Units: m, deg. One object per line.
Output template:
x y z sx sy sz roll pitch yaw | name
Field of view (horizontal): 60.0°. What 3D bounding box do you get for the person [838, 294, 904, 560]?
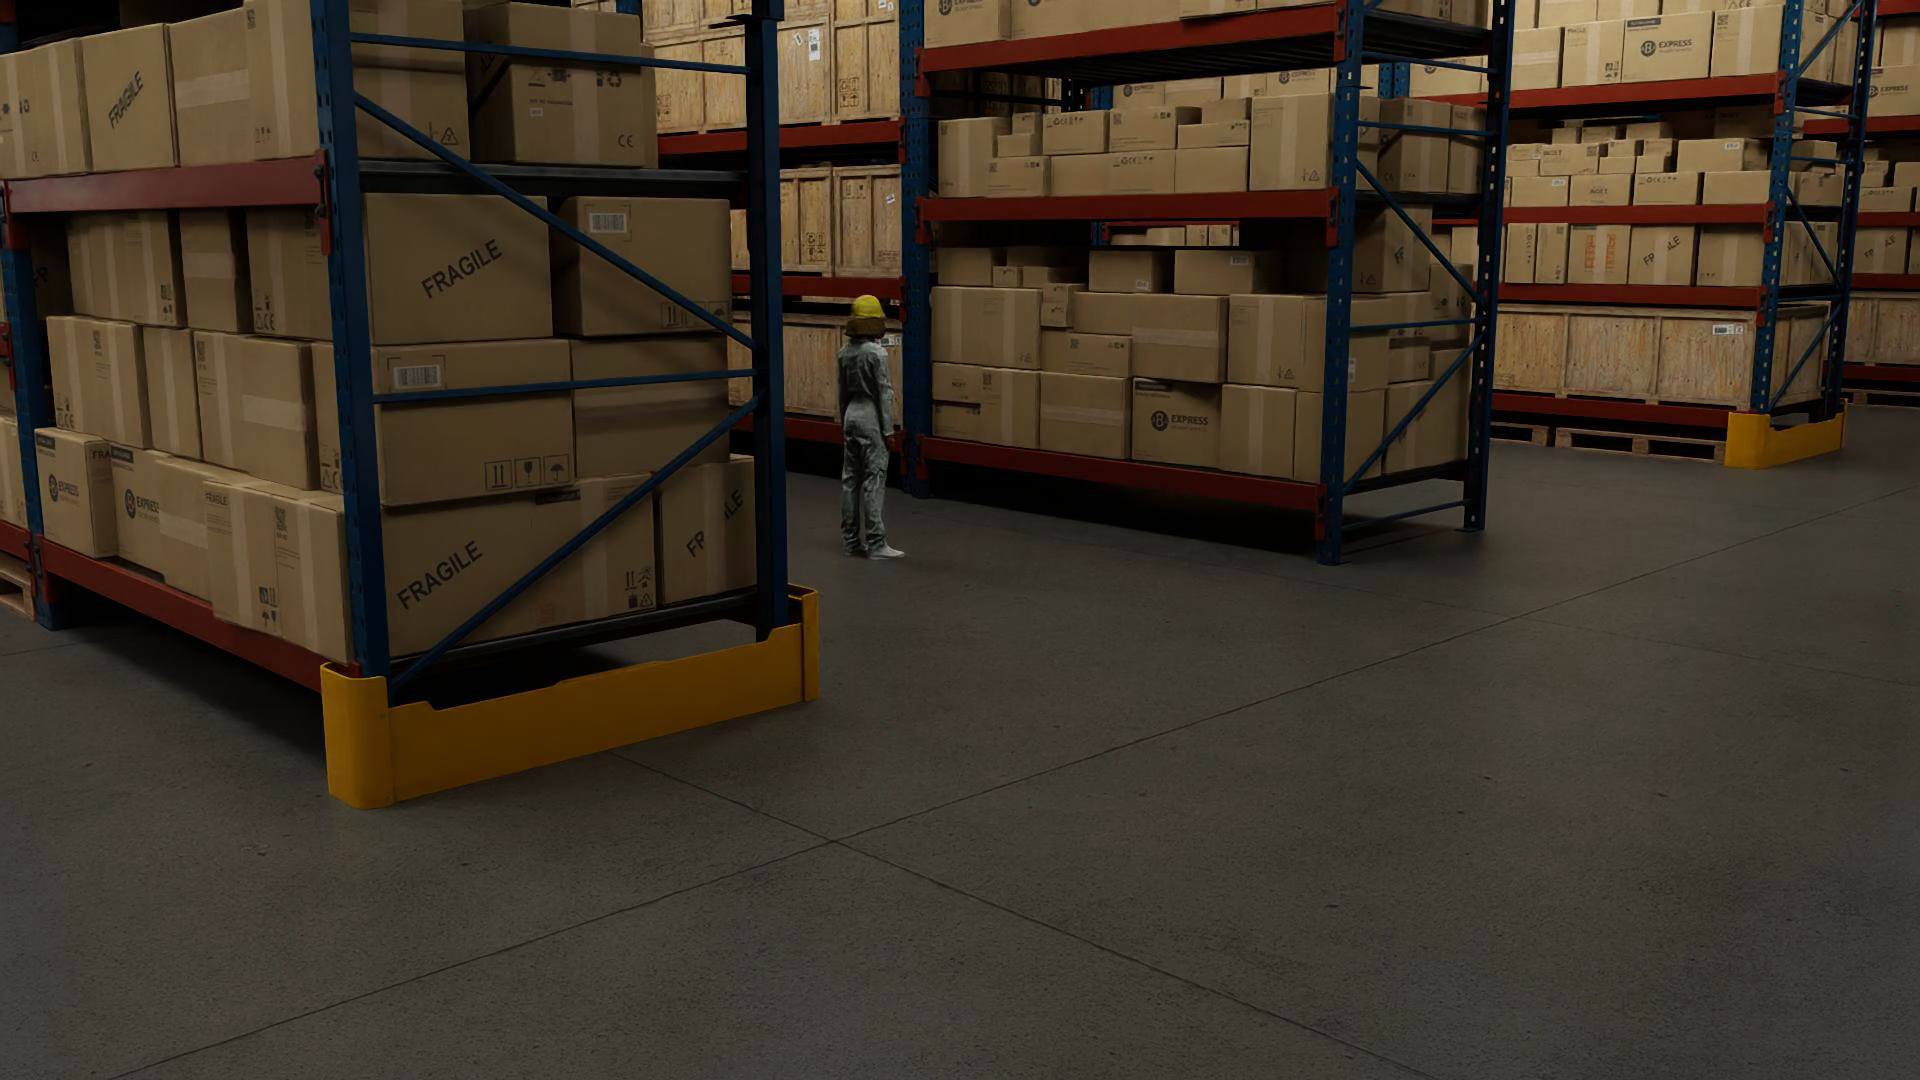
-0.606 -0.742 10.999 0.289 1.746 0.487 -10 15 -44 | person
